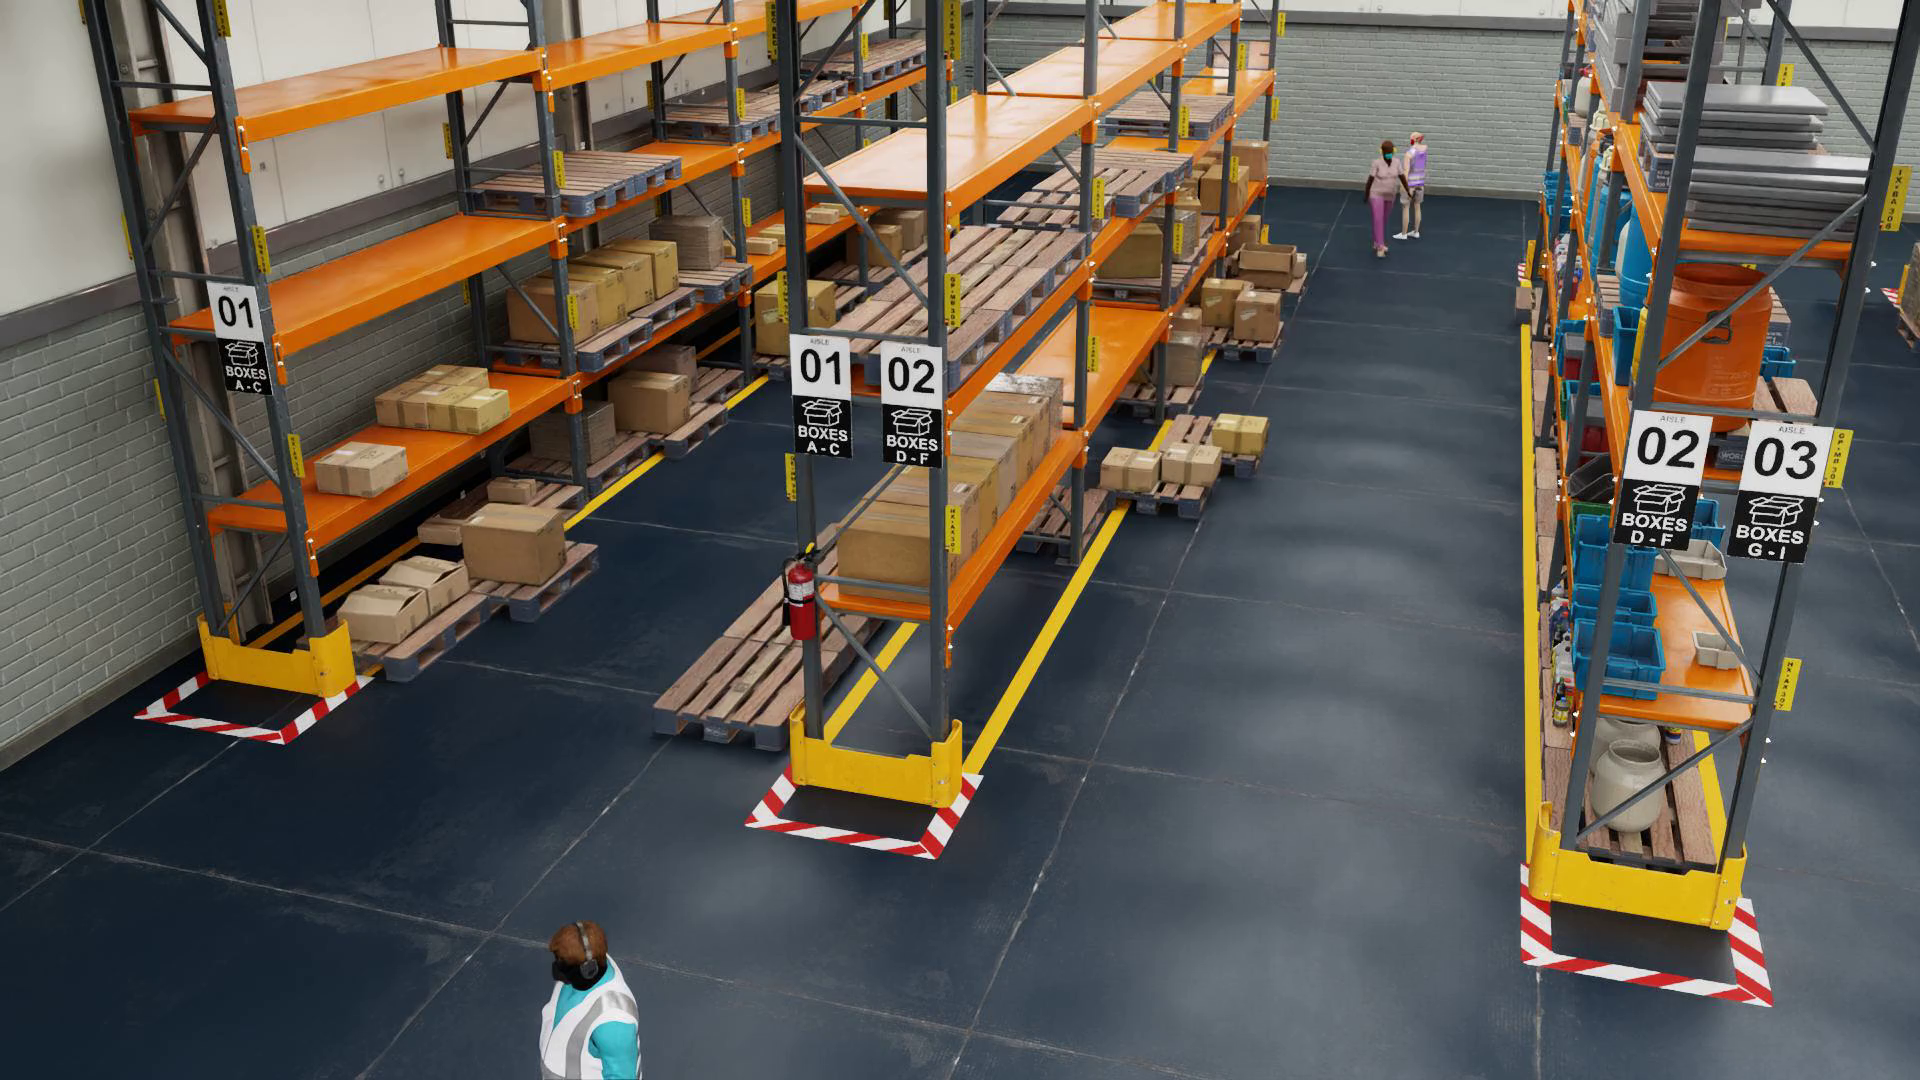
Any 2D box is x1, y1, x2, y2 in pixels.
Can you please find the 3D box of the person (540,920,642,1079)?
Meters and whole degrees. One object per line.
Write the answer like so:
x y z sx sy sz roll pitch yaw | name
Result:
-1.636 2.479 7.440 0.429 1.844 0.622 -13 26 -27 | person

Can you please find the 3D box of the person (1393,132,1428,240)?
7.180 -5.619 26.412 0.492 1.688 0.348 -14 27 -29 | person

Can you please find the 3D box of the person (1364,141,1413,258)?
6.544 -5.215 25.391 0.665 1.741 0.885 -6 24 -13 | person
